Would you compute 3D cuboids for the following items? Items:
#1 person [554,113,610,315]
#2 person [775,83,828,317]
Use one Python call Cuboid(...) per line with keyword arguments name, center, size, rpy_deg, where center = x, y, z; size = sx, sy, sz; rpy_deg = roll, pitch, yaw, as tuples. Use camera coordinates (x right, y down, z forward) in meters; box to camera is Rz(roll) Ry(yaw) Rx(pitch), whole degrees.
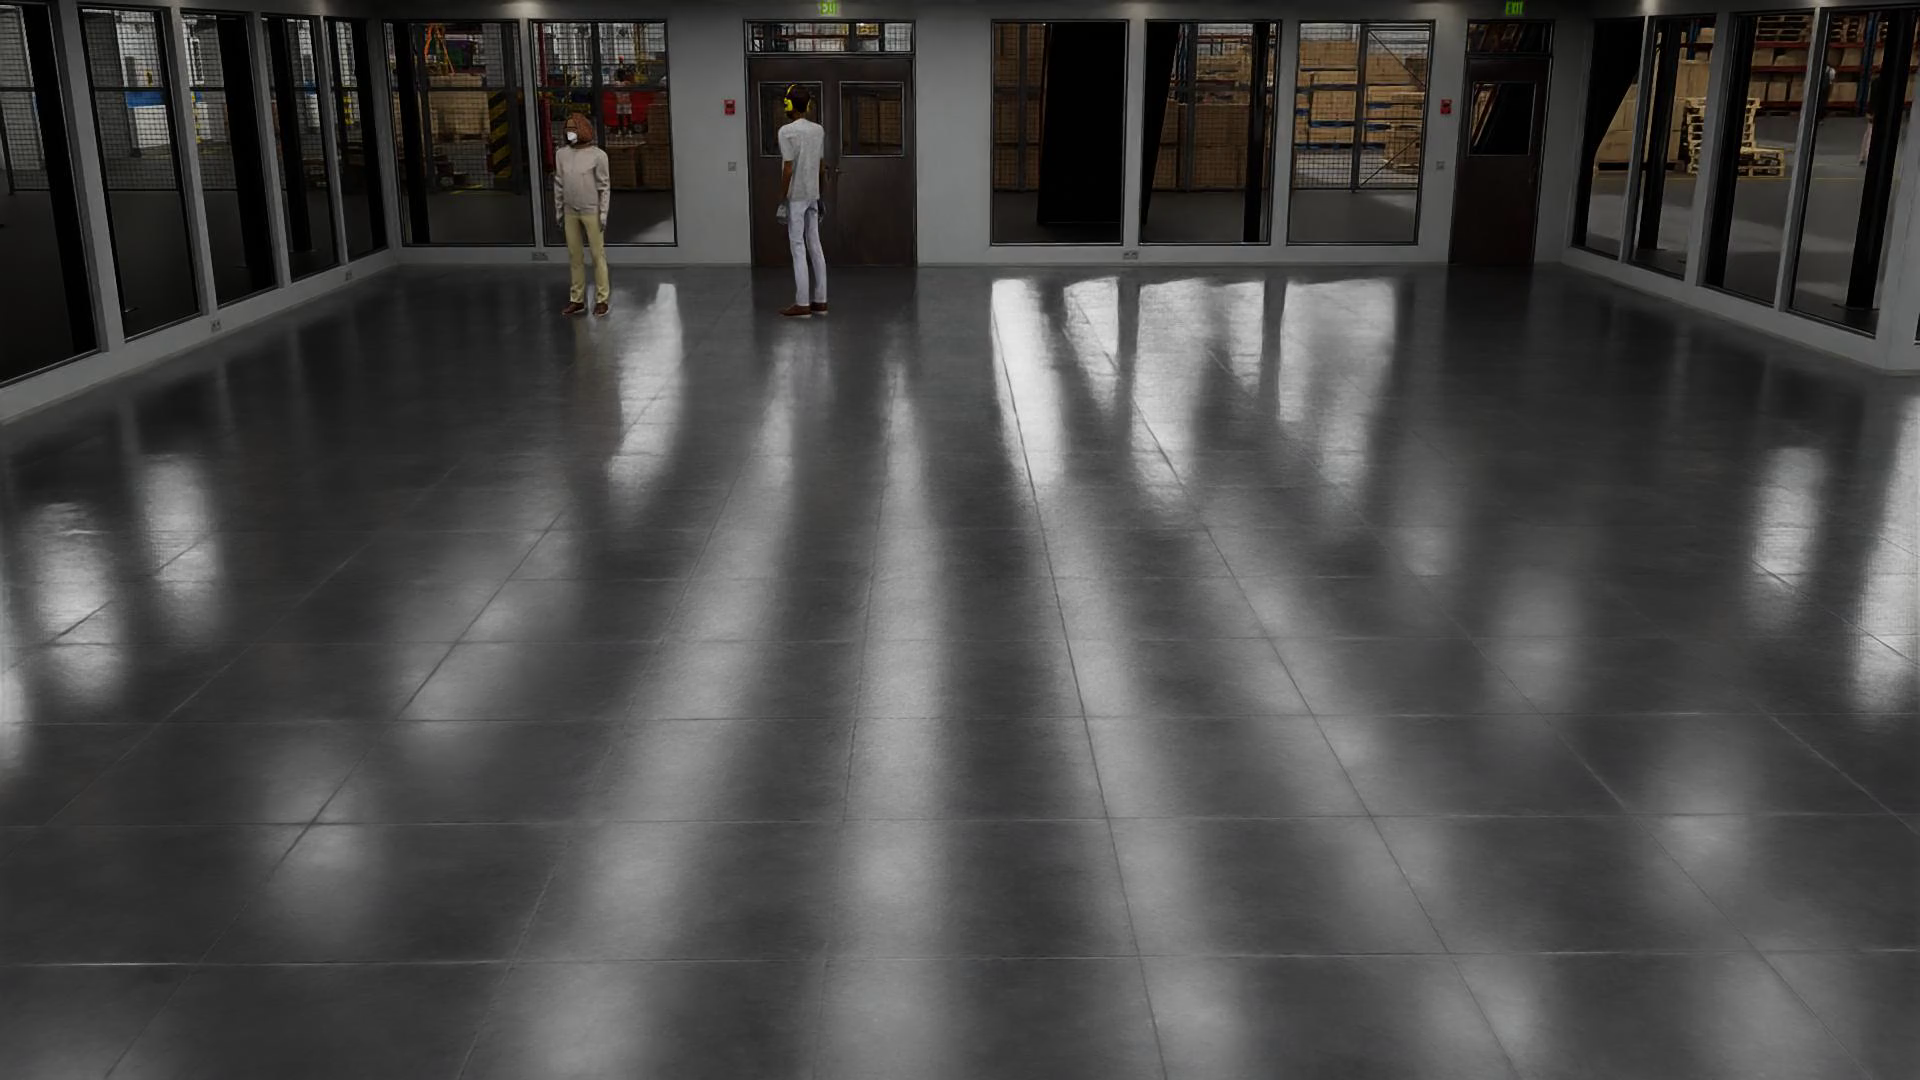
Cuboid(name="person", center=(-3.099, -2.666, 13.653), size=(0.500, 1.633, 0.285), rpy_deg=(5, 17, 18))
Cuboid(name="person", center=(-1.298, -2.757, 13.558), size=(0.309, 1.868, 0.534), rpy_deg=(12, 20, 36))
